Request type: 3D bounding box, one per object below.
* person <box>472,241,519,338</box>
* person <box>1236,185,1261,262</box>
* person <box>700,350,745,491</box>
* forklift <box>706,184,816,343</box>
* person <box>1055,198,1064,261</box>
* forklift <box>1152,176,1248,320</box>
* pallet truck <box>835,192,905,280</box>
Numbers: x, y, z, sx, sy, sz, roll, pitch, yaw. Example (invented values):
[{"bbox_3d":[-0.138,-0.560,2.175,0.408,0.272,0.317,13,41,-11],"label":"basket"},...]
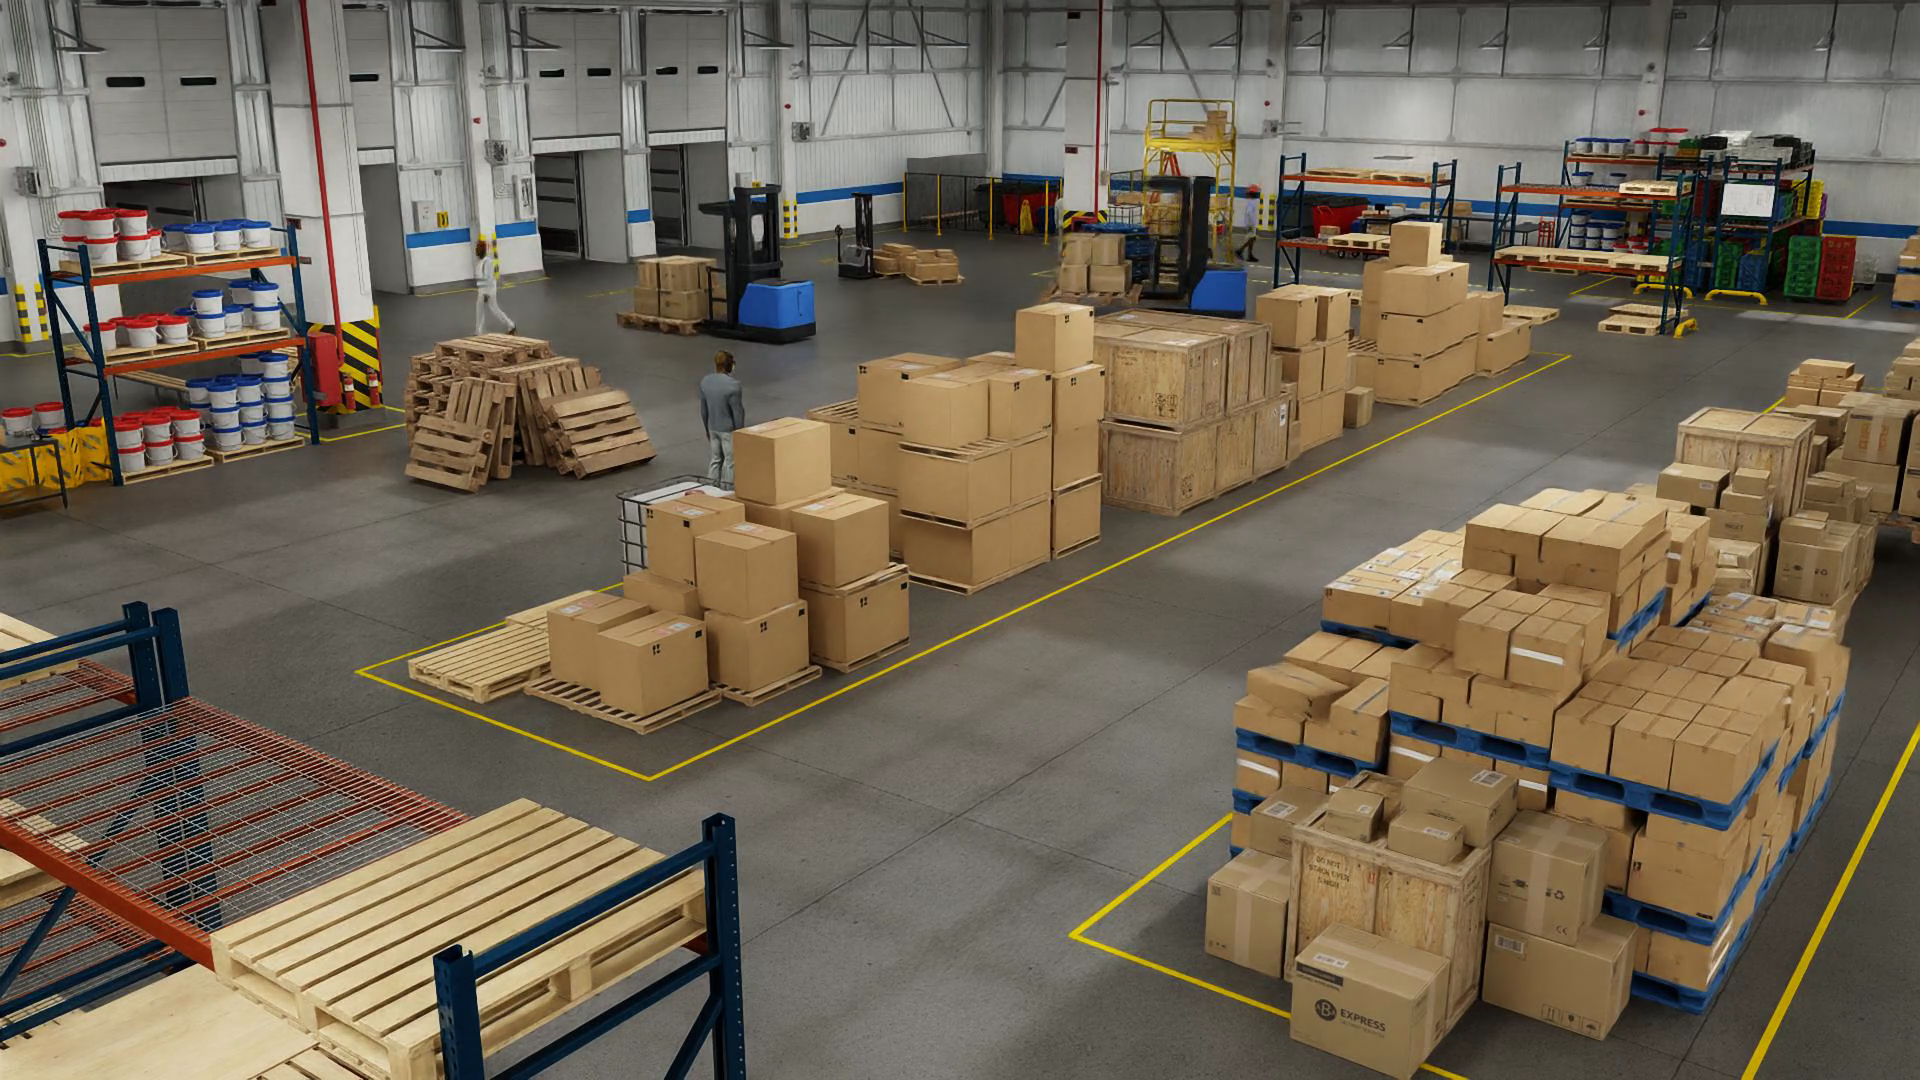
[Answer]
[{"bbox_3d":[-8.712,-4.629,30.863,0.916,1.856,0.584,-12,21,-34],"label":"person"},{"bbox_3d":[7.260,-7.921,41.628,0.487,1.924,0.580,4,17,13],"label":"person"},{"bbox_3d":[-2.773,-1.276,19.603,0.634,1.937,0.355,12,21,35],"label":"person"},{"bbox_3d":[-3.717,-5.181,30.929,1.873,2.768,1.129,12,21,35],"label":"forklift"},{"bbox_3d":[2.613,-7.683,40.818,0.634,1.937,0.355,12,21,35],"label":"person"},{"bbox_3d":[4.728,-5.706,32.669,1.873,2.768,1.129,3,17,10],"label":"forklift"},{"bbox_3d":[-1.936,-7.159,38.982,1.885,1.965,0.823,-12,21,-34],"label":"pallet truck"}]
